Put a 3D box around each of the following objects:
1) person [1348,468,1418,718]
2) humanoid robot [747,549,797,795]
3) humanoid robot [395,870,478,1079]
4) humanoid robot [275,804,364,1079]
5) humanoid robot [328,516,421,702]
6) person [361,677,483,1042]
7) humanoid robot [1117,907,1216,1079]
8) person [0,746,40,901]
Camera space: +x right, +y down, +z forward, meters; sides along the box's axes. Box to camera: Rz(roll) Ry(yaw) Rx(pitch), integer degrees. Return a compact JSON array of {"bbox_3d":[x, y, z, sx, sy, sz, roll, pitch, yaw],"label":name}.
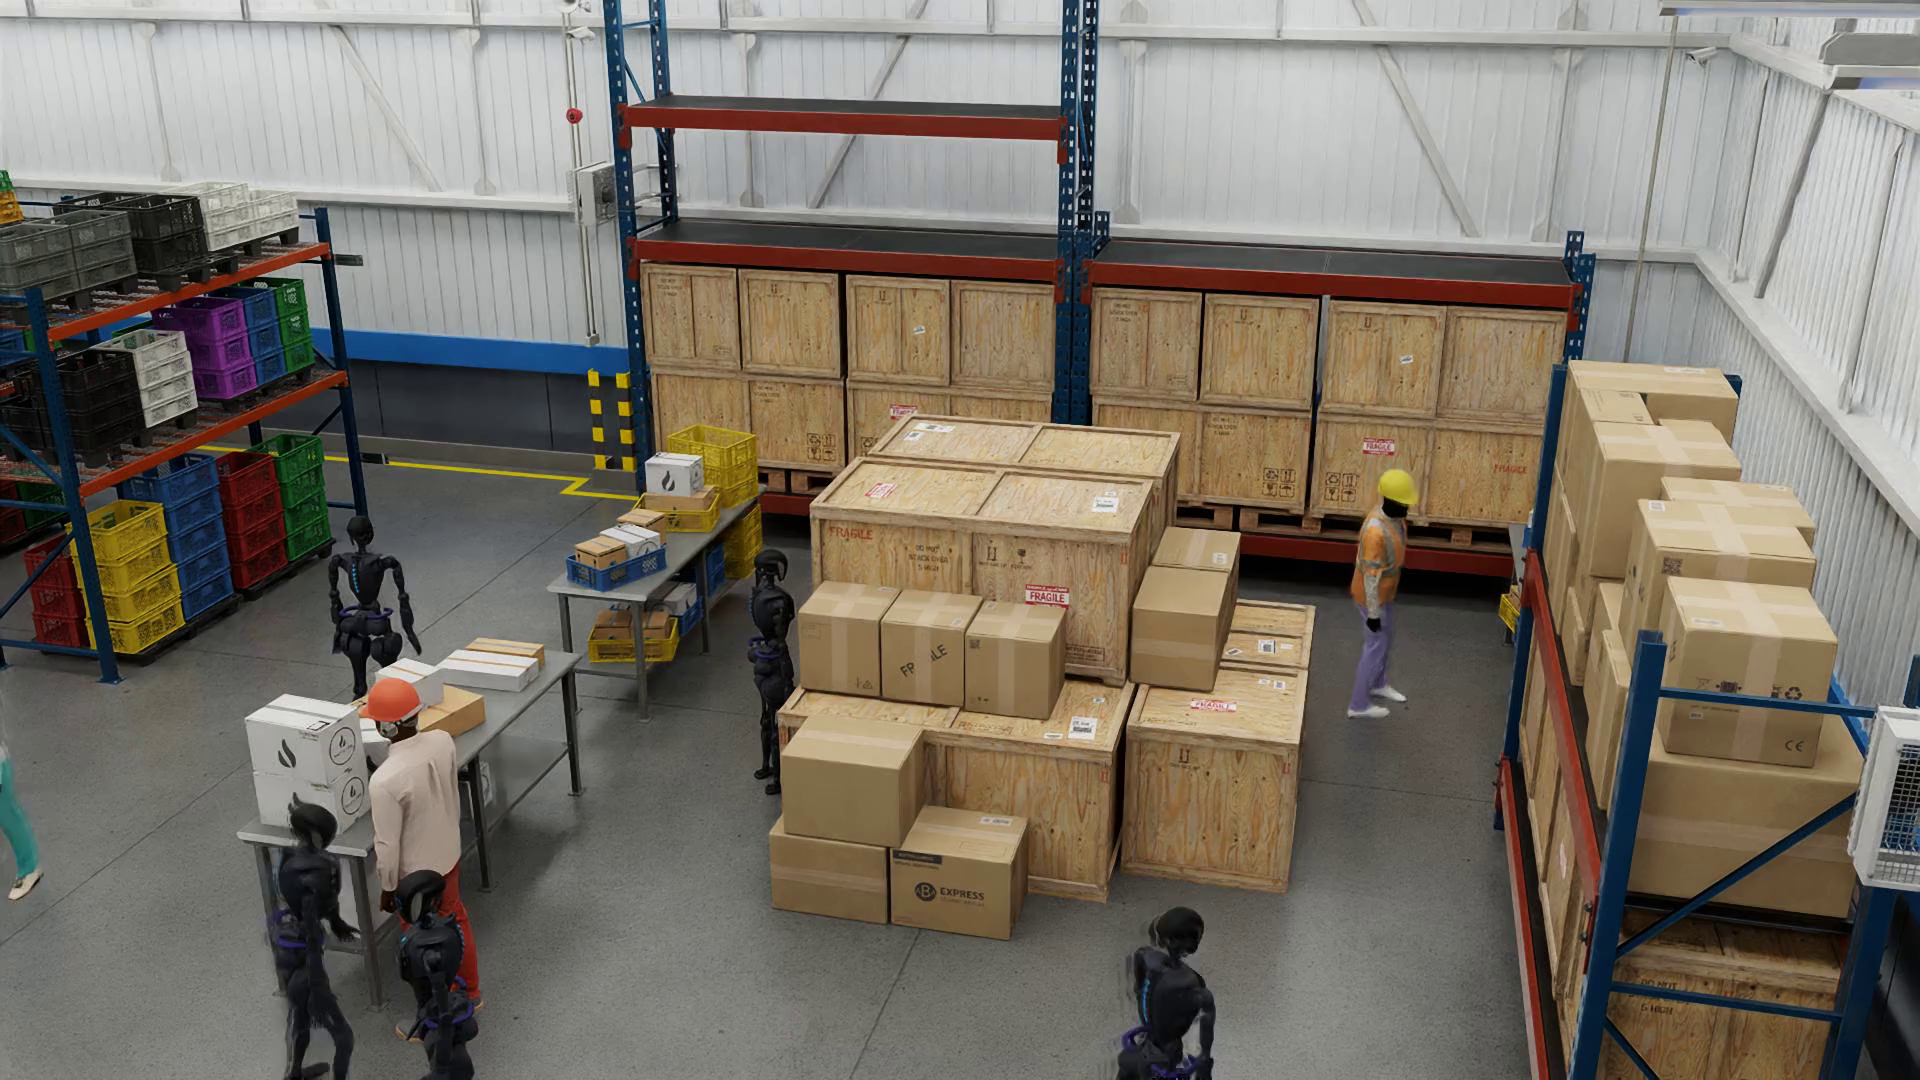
[{"bbox_3d":[2.991,0.363,11.812,0.400,1.907,0.623,10,23,24],"label":"person"},{"bbox_3d":[-1.197,0.841,10.854,0.328,1.657,0.583,-8,22,-19],"label":"humanoid robot"},{"bbox_3d":[-2.298,2.184,7.334,0.314,1.661,0.608,-10,23,-24],"label":"humanoid robot"},{"bbox_3d":[-3.082,1.980,7.908,0.529,1.622,0.620,-9,23,-22],"label":"humanoid robot"},{"bbox_3d":[-4.051,0.625,11.445,0.596,1.649,0.365,3,21,9],"label":"humanoid robot"},{"bbox_3d":[-2.746,1.610,8.437,0.405,1.986,0.615,6,22,16],"label":"person"},{"bbox_3d":[0.913,2.282,7.127,0.692,1.638,0.593,-14,25,-33],"label":"humanoid robot"},{"bbox_3d":[-5.693,1.324,9.522,0.579,1.734,0.568,3,21,8],"label":"person"}]
